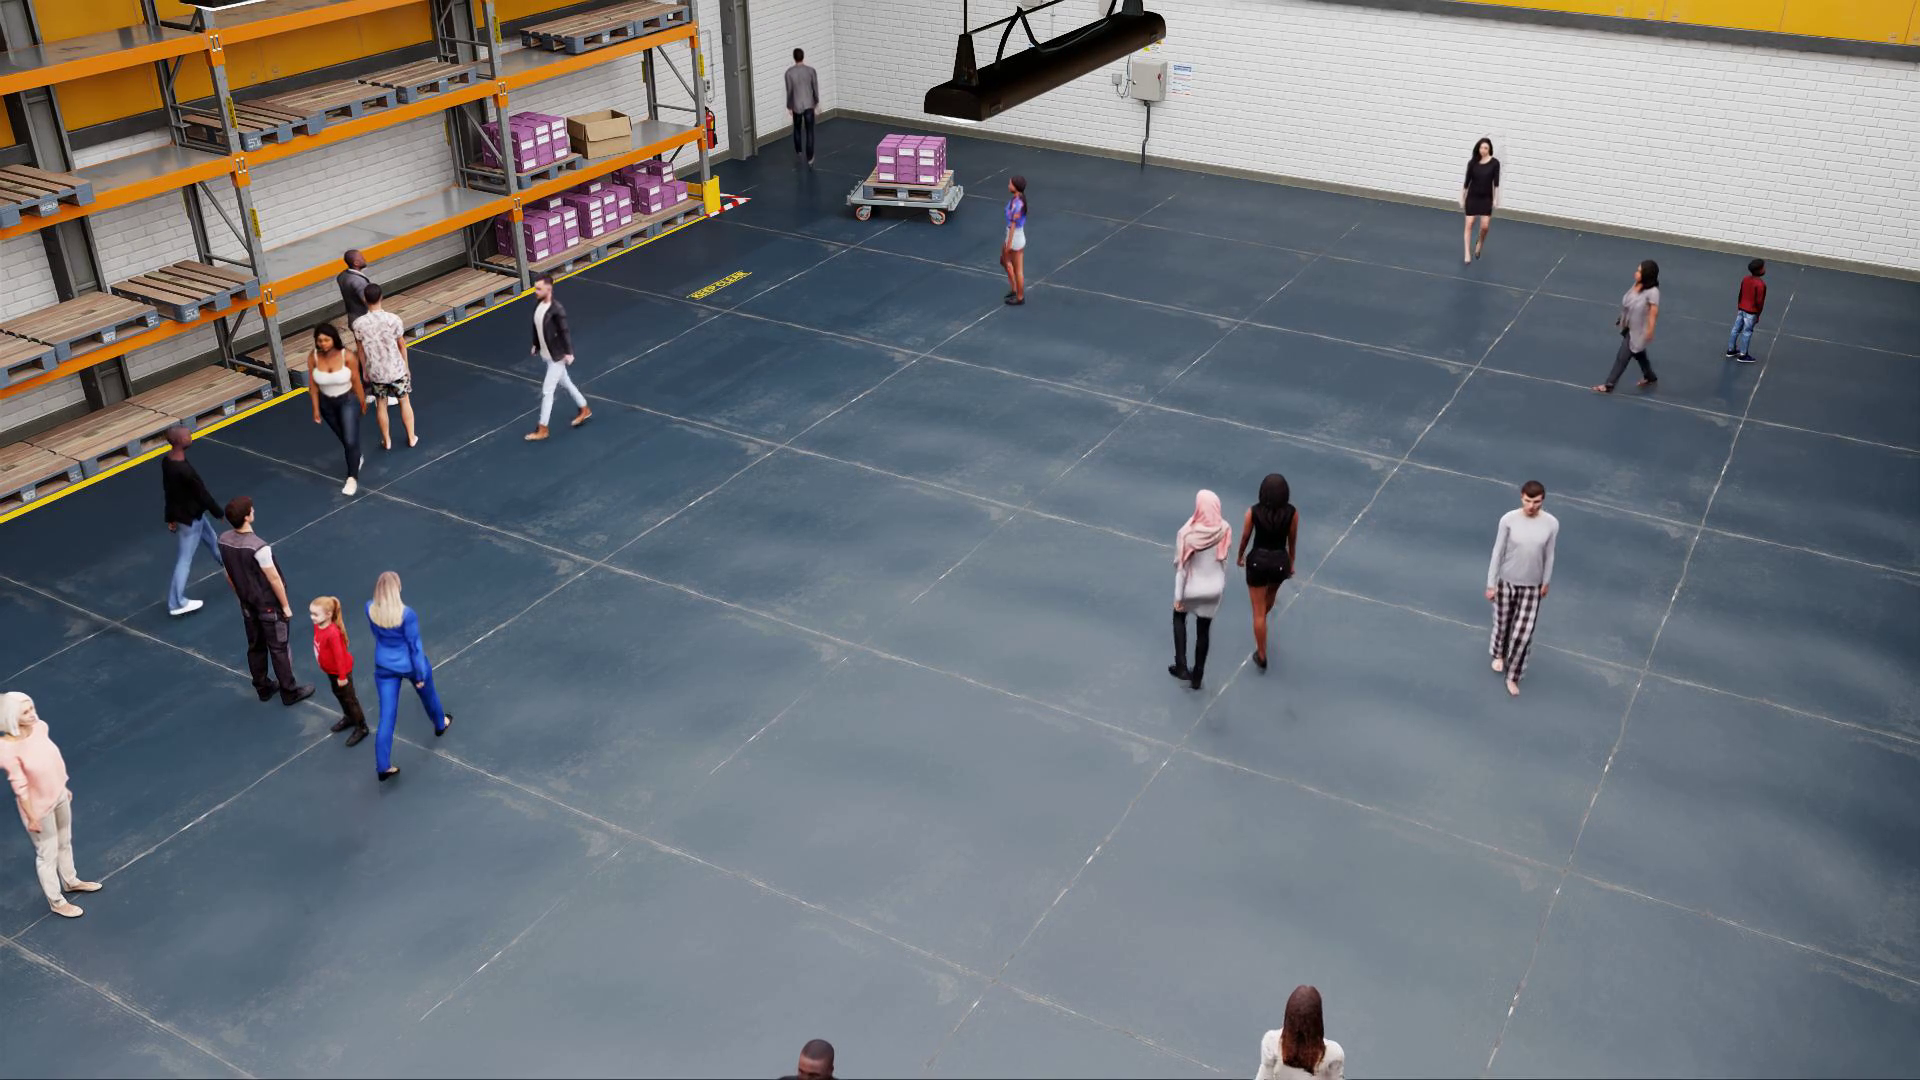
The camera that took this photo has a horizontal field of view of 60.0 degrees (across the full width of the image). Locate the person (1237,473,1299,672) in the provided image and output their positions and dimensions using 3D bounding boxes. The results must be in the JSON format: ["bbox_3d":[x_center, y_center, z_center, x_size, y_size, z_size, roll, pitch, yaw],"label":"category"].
[{"bbox_3d":[2.573,0.298,13.870,1.006,1.697,1.207,-1,29,-1],"label":"person"}]

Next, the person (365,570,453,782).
[{"bbox_3d":[-4.276,1.042,12.551,0.900,1.654,1.248,5,29,10],"label":"person"}]

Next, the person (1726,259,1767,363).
[{"bbox_3d":[9.461,-2.769,19.952,0.641,1.256,0.587,-9,30,-16],"label":"person"}]

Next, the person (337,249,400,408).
[{"bbox_3d":[-6.687,-2.379,18.651,0.704,1.818,0.781,-24,37,-37],"label":"person"}]

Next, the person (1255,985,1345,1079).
[{"bbox_3d":[1.785,3.085,8.785,0.709,1.673,0.993,10,30,17],"label":"person"}]

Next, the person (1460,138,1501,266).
[{"bbox_3d":[7.145,-4.664,22.868,0.705,1.791,0.719,10,30,17],"label":"person"}]

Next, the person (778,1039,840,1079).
[{"bbox_3d":[-0.702,3.215,8.377,0.747,1.835,0.660,8,30,14],"label":"person"}]

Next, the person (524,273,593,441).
[{"bbox_3d":[-4.327,-2.019,18.011,1.194,1.798,0.885,-25,37,-38],"label":"person"}]

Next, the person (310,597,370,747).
[{"bbox_3d":[-4.879,0.995,13.029,0.548,1.278,0.547,25,38,38],"label":"person"}]

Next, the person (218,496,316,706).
[{"bbox_3d":[-5.626,0.486,13.366,0.692,1.848,0.616,11,30,19],"label":"person"}]

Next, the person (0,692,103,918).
[{"bbox_3d":[-6.169,1.744,11.190,0.739,1.724,0.612,1,29,3],"label":"person"}]

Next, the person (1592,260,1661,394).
[{"bbox_3d":[7.816,-2.432,19.005,1.018,1.572,1.090,0,29,-1],"label":"person"}]

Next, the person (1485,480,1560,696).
[{"bbox_3d":[4.613,0.296,13.738,0.795,1.825,1.016,8,30,14],"label":"person"}]

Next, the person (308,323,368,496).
[{"bbox_3d":[-6.286,-1.398,16.919,1.029,1.754,1.263,0,29,0],"label":"person"}]

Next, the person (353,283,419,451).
[{"bbox_3d":[-6.088,-1.836,17.660,0.735,1.812,0.782,-6,29,-10],"label":"person"}]

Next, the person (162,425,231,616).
[{"bbox_3d":[-6.877,-0.130,14.655,1.219,1.695,0.852,-23,36,-35],"label":"person"}]

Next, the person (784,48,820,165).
[{"bbox_3d":[-2.550,-7.045,27.197,1.128,1.825,1.317,-2,29,-3],"label":"person"}]

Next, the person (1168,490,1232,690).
[{"bbox_3d":[1.984,0.447,13.495,0.764,1.794,0.812,-4,29,-8],"label":"person"}]

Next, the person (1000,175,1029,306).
[{"bbox_3d":[0.805,-3.856,21.446,0.750,1.735,0.638,3,29,5],"label":"person"}]
